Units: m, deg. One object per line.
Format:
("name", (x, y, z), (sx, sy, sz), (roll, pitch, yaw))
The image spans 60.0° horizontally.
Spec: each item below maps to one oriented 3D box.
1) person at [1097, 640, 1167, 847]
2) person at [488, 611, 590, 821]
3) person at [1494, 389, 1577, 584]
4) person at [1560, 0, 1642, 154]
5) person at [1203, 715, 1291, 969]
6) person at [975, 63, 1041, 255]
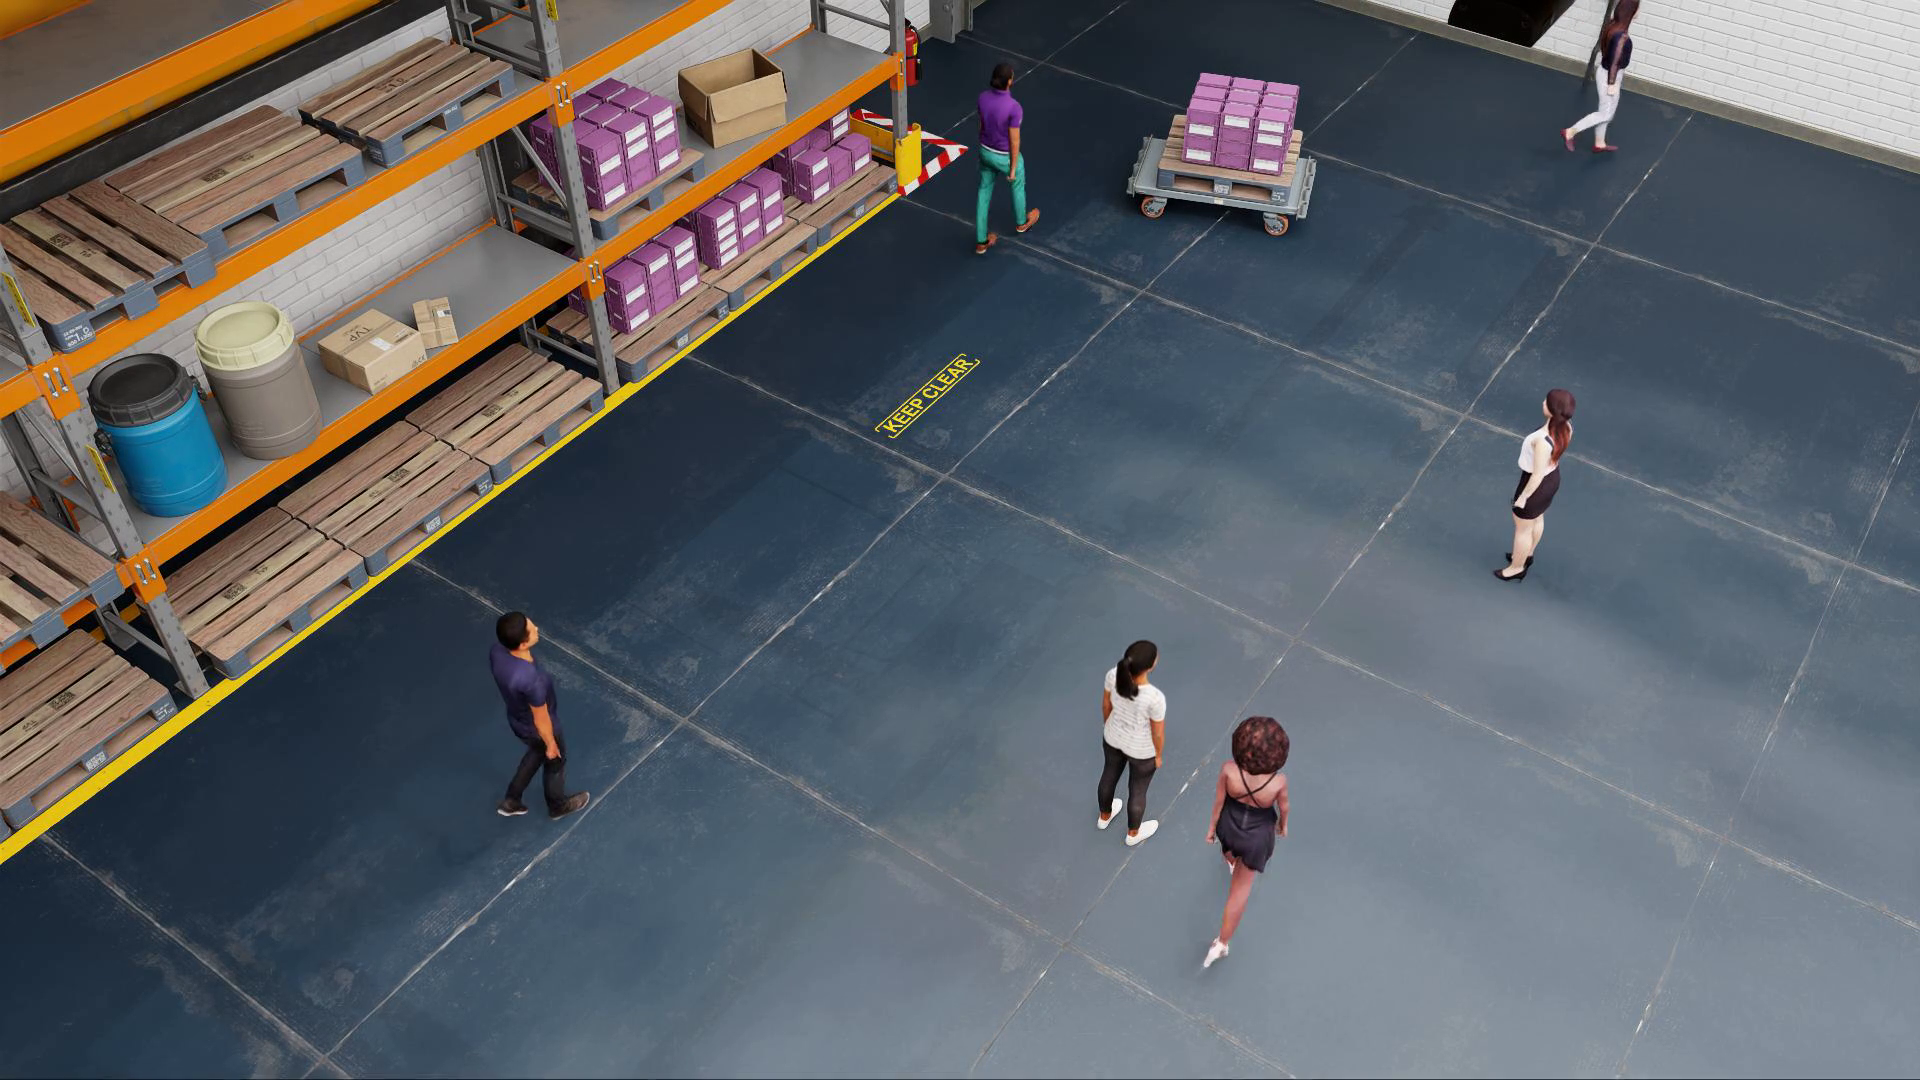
("person", (1.015, 1.191, 9.886), (0.584, 1.645, 0.536), (30, 51, 28))
("person", (-2.602, 1.112, 9.869), (0.846, 1.783, 0.737), (-32, 52, -29))
("person", (3.993, -0.368, 11.521), (0.626, 1.648, 0.458), (29, 51, 27))
("person", (6.114, -4.361, 15.748), (0.882, 1.596, 0.885), (7, 44, 8))
("person", (1.563, 1.715, 9.268), (0.751, 1.738, 1.148), (16, 46, 16))
("person", (0.283, -3.291, 14.524), (0.669, 1.737, 1.009), (21, 48, 21))
